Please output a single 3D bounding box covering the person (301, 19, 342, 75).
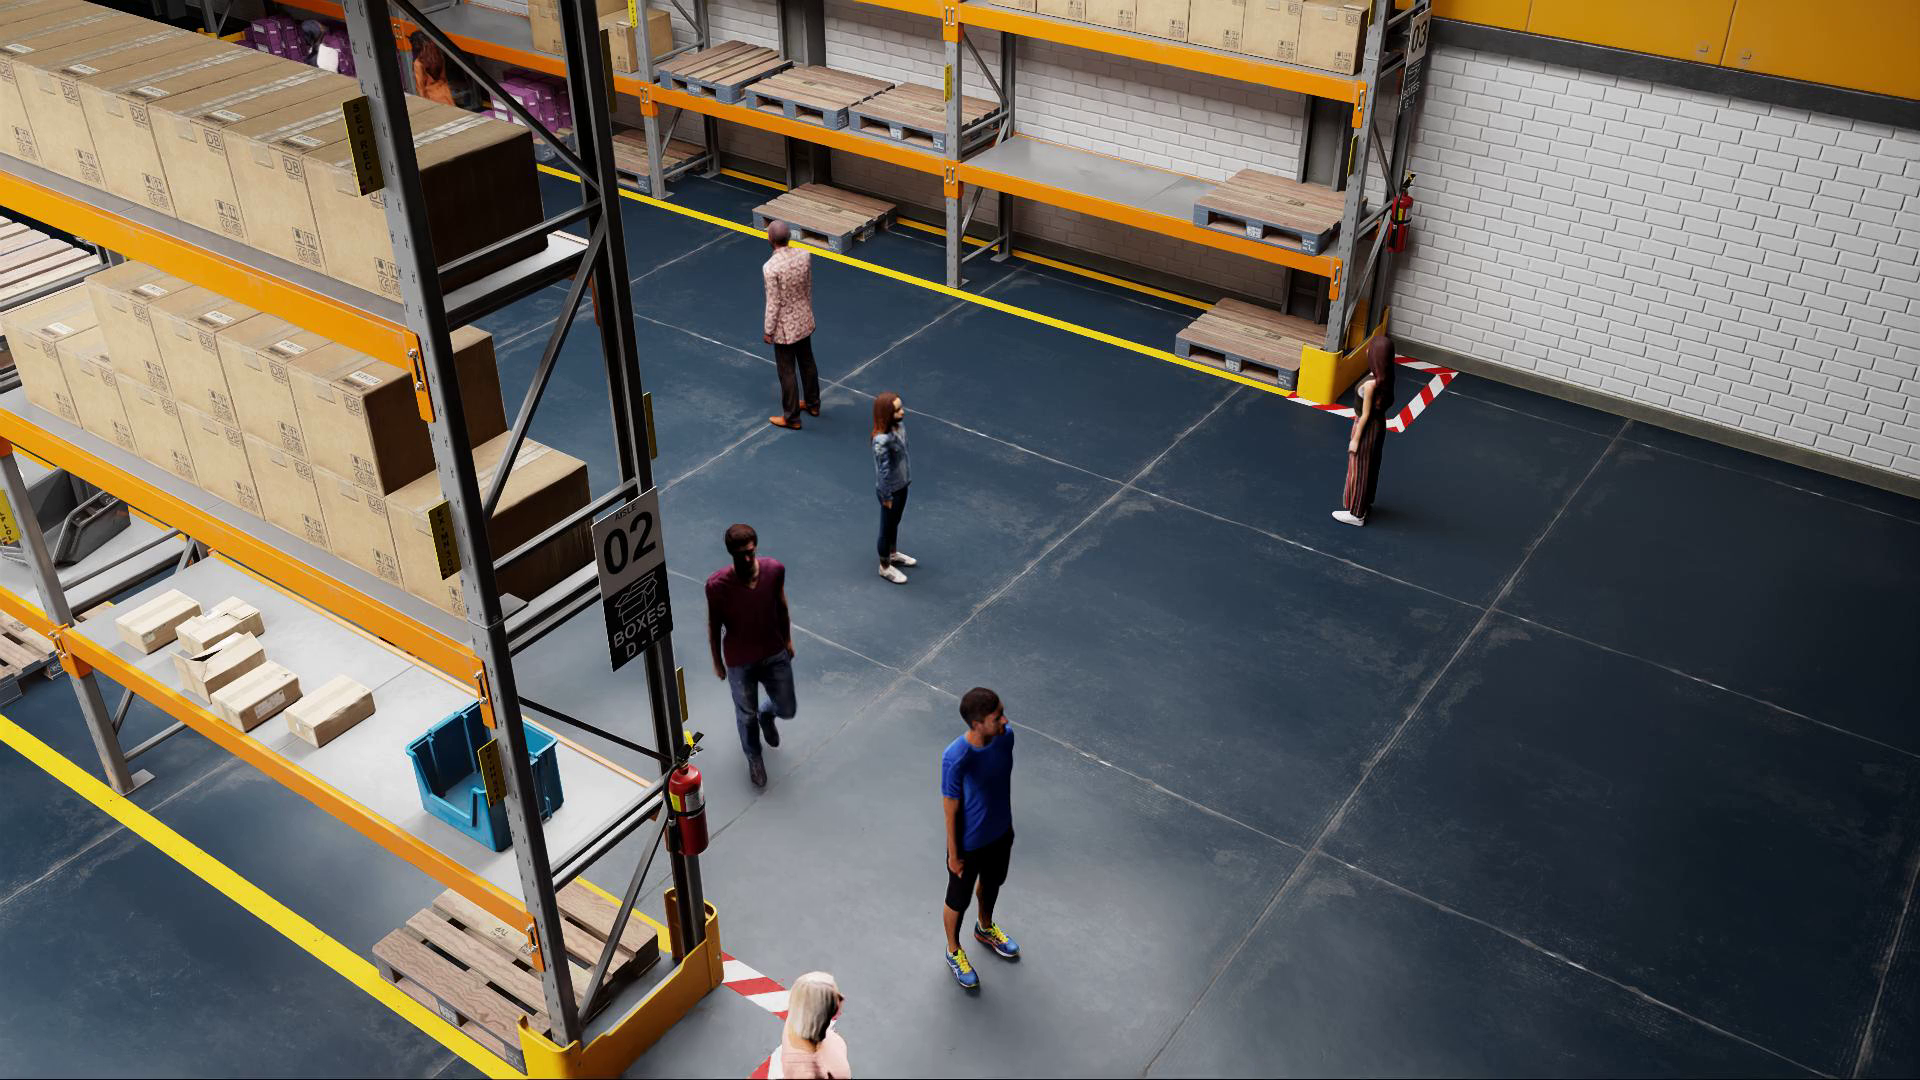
[{"bbox_3d":[-6.785,-4.688,18.087,1.203,1.871,0.924,9,35,13],"label":"person"}]

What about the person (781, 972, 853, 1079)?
[{"bbox_3d":[-0.712,2.554,7.340,0.998,1.707,0.973,-9,35,-13],"label":"person"}]

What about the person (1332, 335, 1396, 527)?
[{"bbox_3d":[3.091,-0.839,12.576,0.515,1.562,0.550,20,38,27],"label":"person"}]

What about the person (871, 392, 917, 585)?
[{"bbox_3d":[-0.496,-0.398,11.989,0.592,1.477,0.620,10,35,15],"label":"person"}]

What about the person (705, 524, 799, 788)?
[{"bbox_3d":[-1.274,0.631,10.109,0.846,1.844,0.904,-14,36,-20],"label":"person"}]

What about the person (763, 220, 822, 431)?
[{"bbox_3d":[-1.403,-1.790,13.785,0.578,1.807,0.686,23,40,30],"label":"person"}]

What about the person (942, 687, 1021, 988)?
[{"bbox_3d":[0.093,1.520,8.748,0.658,1.870,0.619,-27,42,-34],"label":"person"}]

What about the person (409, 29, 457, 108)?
[{"bbox_3d":[-5.670,-4.728,18.323,1.156,1.677,0.712,22,39,29],"label":"person"}]
